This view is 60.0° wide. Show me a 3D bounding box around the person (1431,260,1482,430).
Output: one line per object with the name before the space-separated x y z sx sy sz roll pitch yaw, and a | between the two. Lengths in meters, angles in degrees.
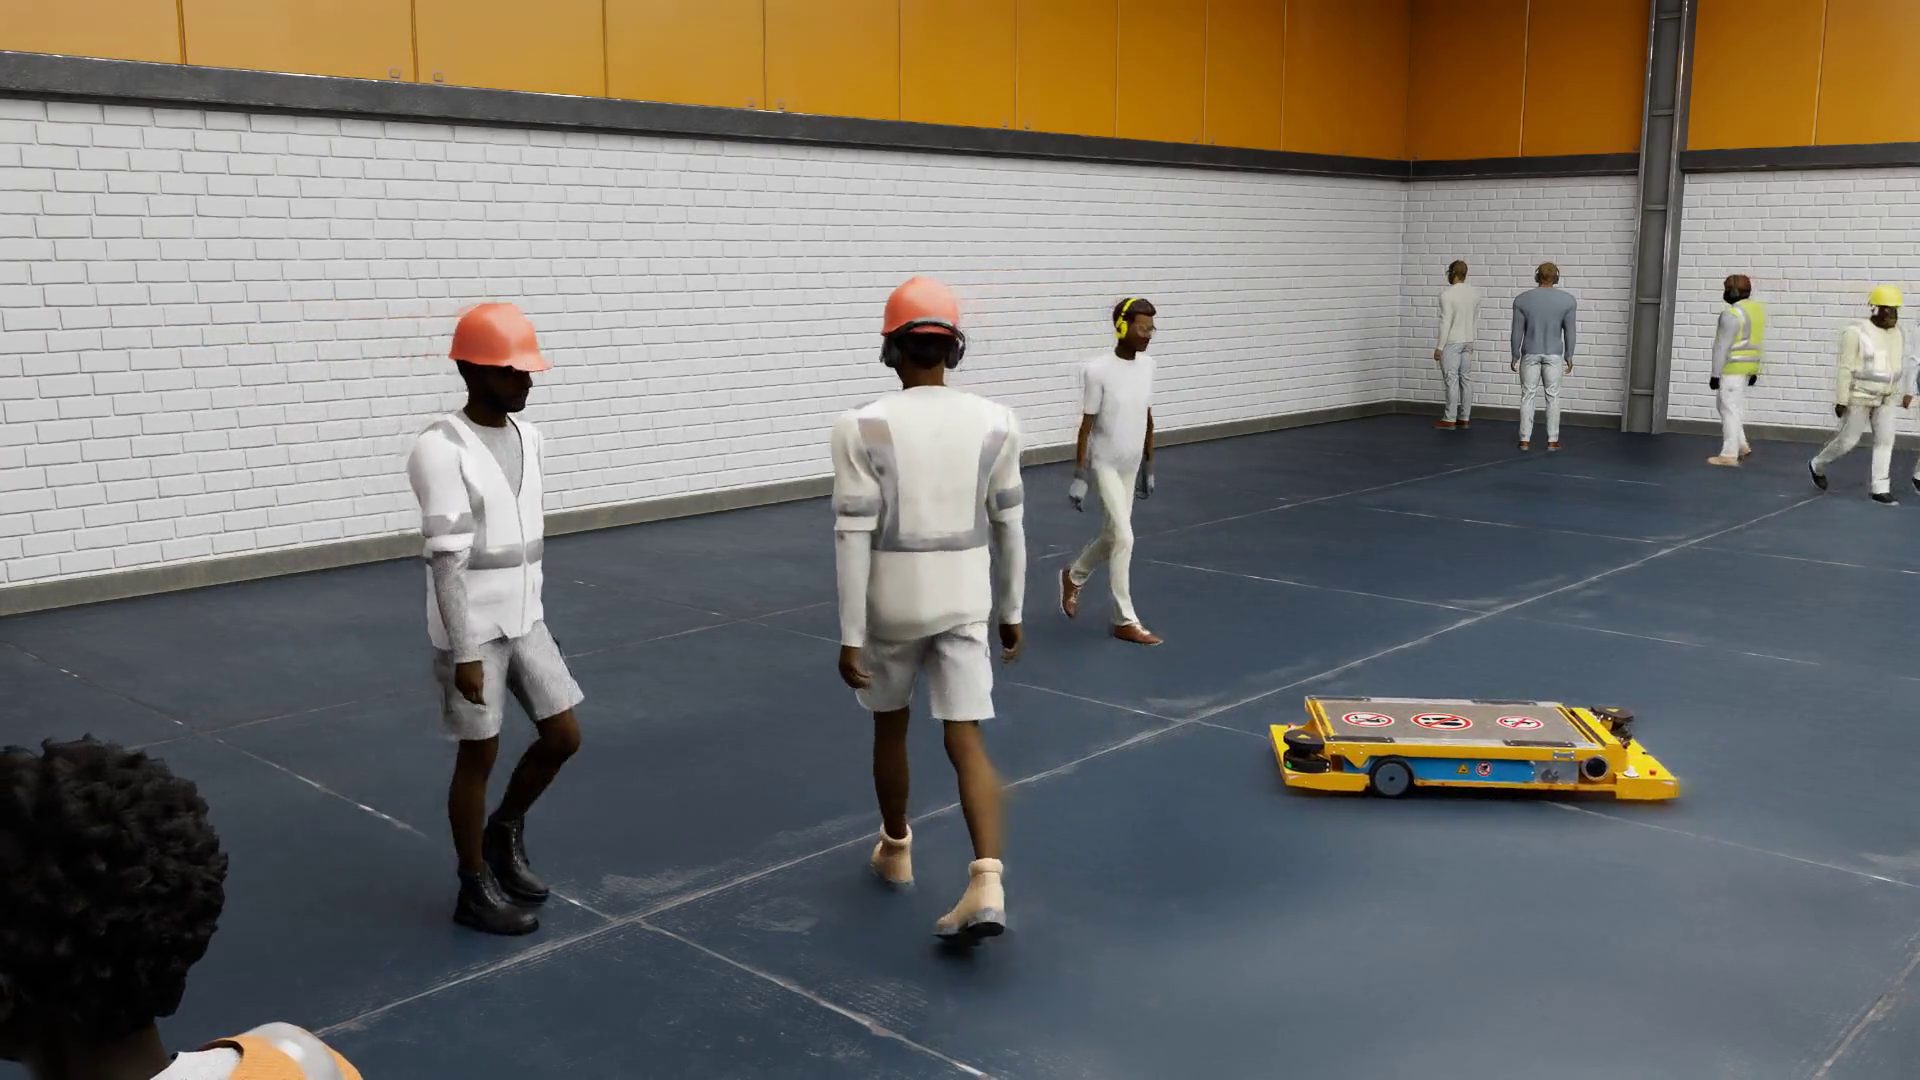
person | 5.685 -2.231 19.074 0.627 1.940 0.370 -7 12 -33

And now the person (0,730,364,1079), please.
person | -0.674 0.993 1.428 0.320 1.689 0.525 2 10 14

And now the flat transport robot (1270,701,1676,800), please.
flat transport robot | 1.973 0.804 6.539 1.431 0.197 0.652 1 10 5

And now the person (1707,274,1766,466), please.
person | 7.361 -1.607 15.836 0.656 1.828 0.451 -8 13 -39

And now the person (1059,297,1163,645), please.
person | 0.784 -0.391 8.950 0.579 1.830 0.846 -8 13 -39

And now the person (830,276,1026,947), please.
person | -0.067 0.209 5.045 0.631 1.997 0.999 -3 10 -16

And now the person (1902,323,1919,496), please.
person | 8.164 -1.230 13.730 0.614 1.810 0.446 -1 10 -6

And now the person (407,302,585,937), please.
person | -1.389 0.254 4.998 0.418 1.921 0.547 5 11 27

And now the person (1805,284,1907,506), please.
person | 7.418 -1.207 13.685 0.611 1.799 0.807 -2 10 -11

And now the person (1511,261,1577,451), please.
person | 5.983 -1.883 17.094 0.635 1.937 0.352 3 11 19
